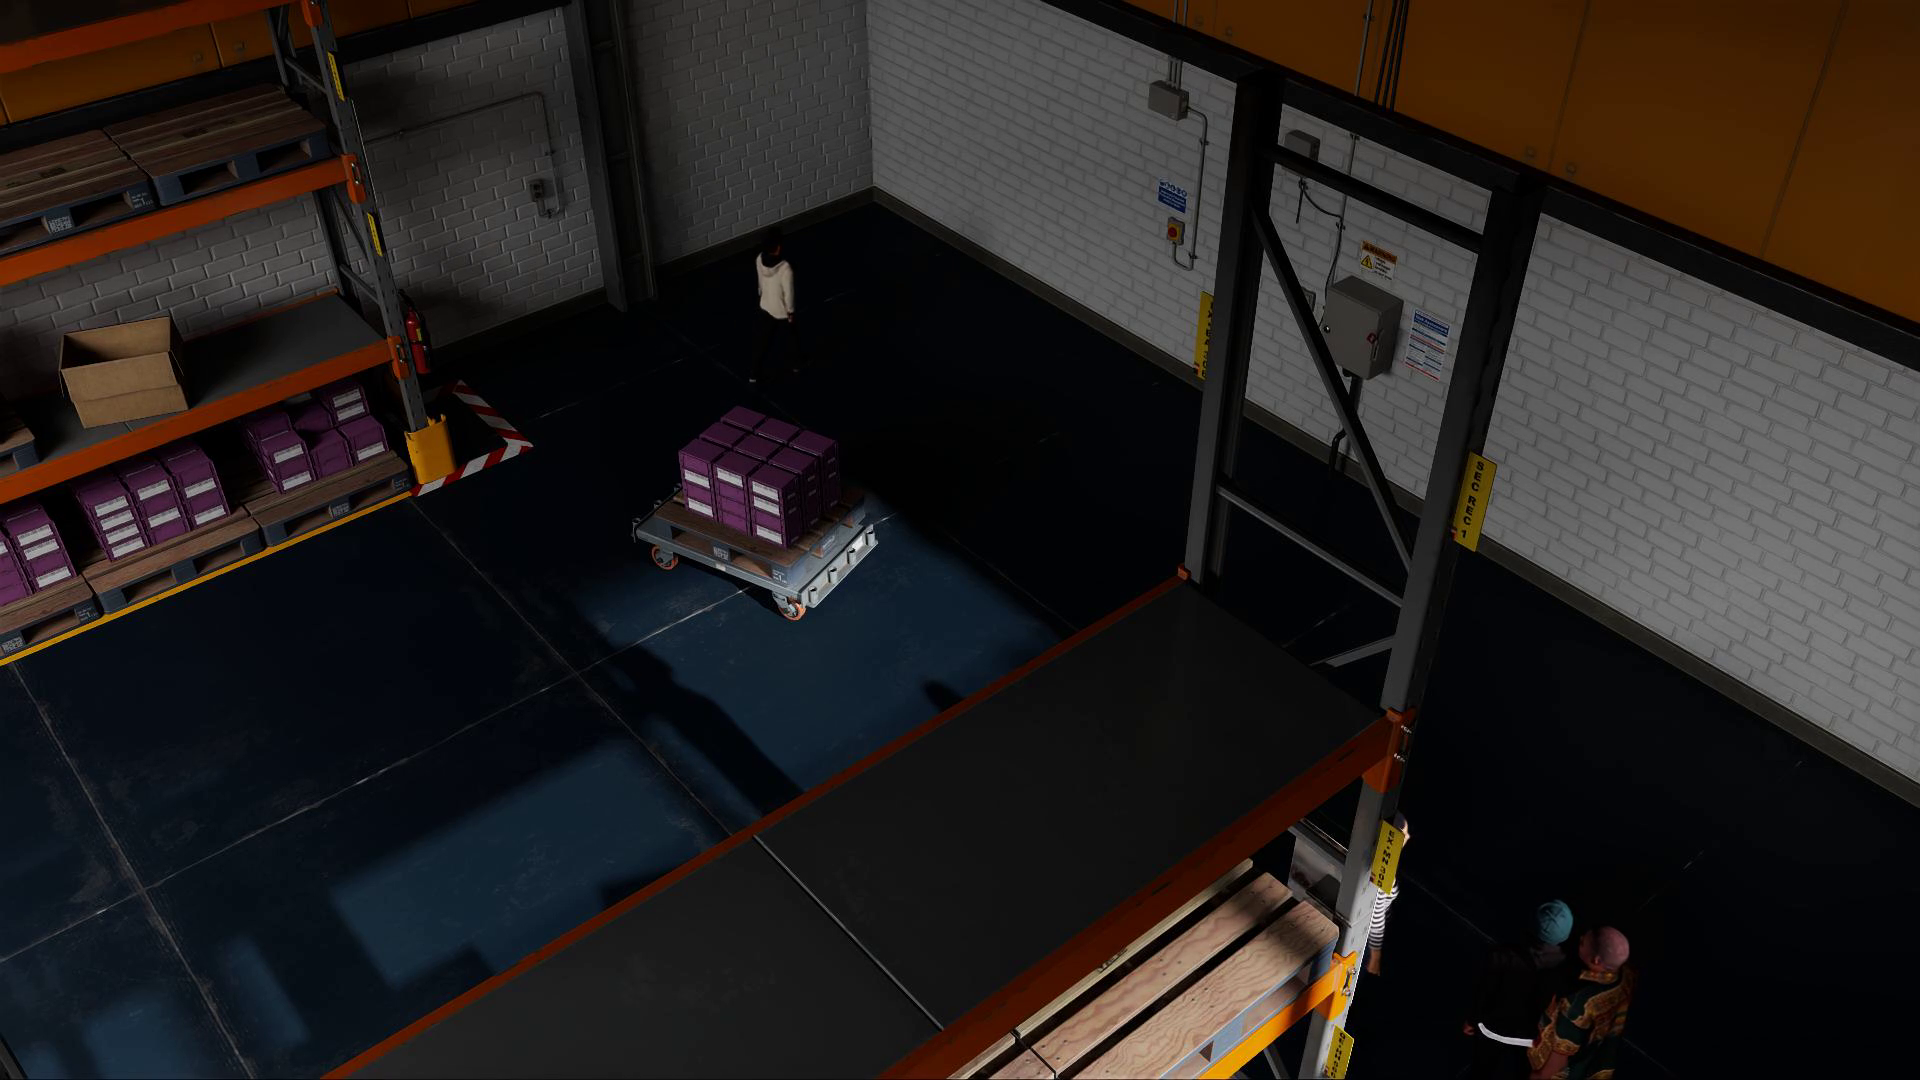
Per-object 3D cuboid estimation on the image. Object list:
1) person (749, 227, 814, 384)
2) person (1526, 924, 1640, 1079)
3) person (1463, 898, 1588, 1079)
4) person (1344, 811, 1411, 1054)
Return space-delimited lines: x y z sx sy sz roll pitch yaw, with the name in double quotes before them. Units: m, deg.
"person" -1.605 -1.961 14.129 0.739 1.440 0.997 24 45 27
"person" 3.018 2.527 8.215 0.597 1.806 0.761 -30 48 -32
"person" 2.791 2.426 8.334 0.750 1.817 0.797 5 39 6
"person" 2.124 2.059 8.809 0.675 1.797 0.637 0 39 0
